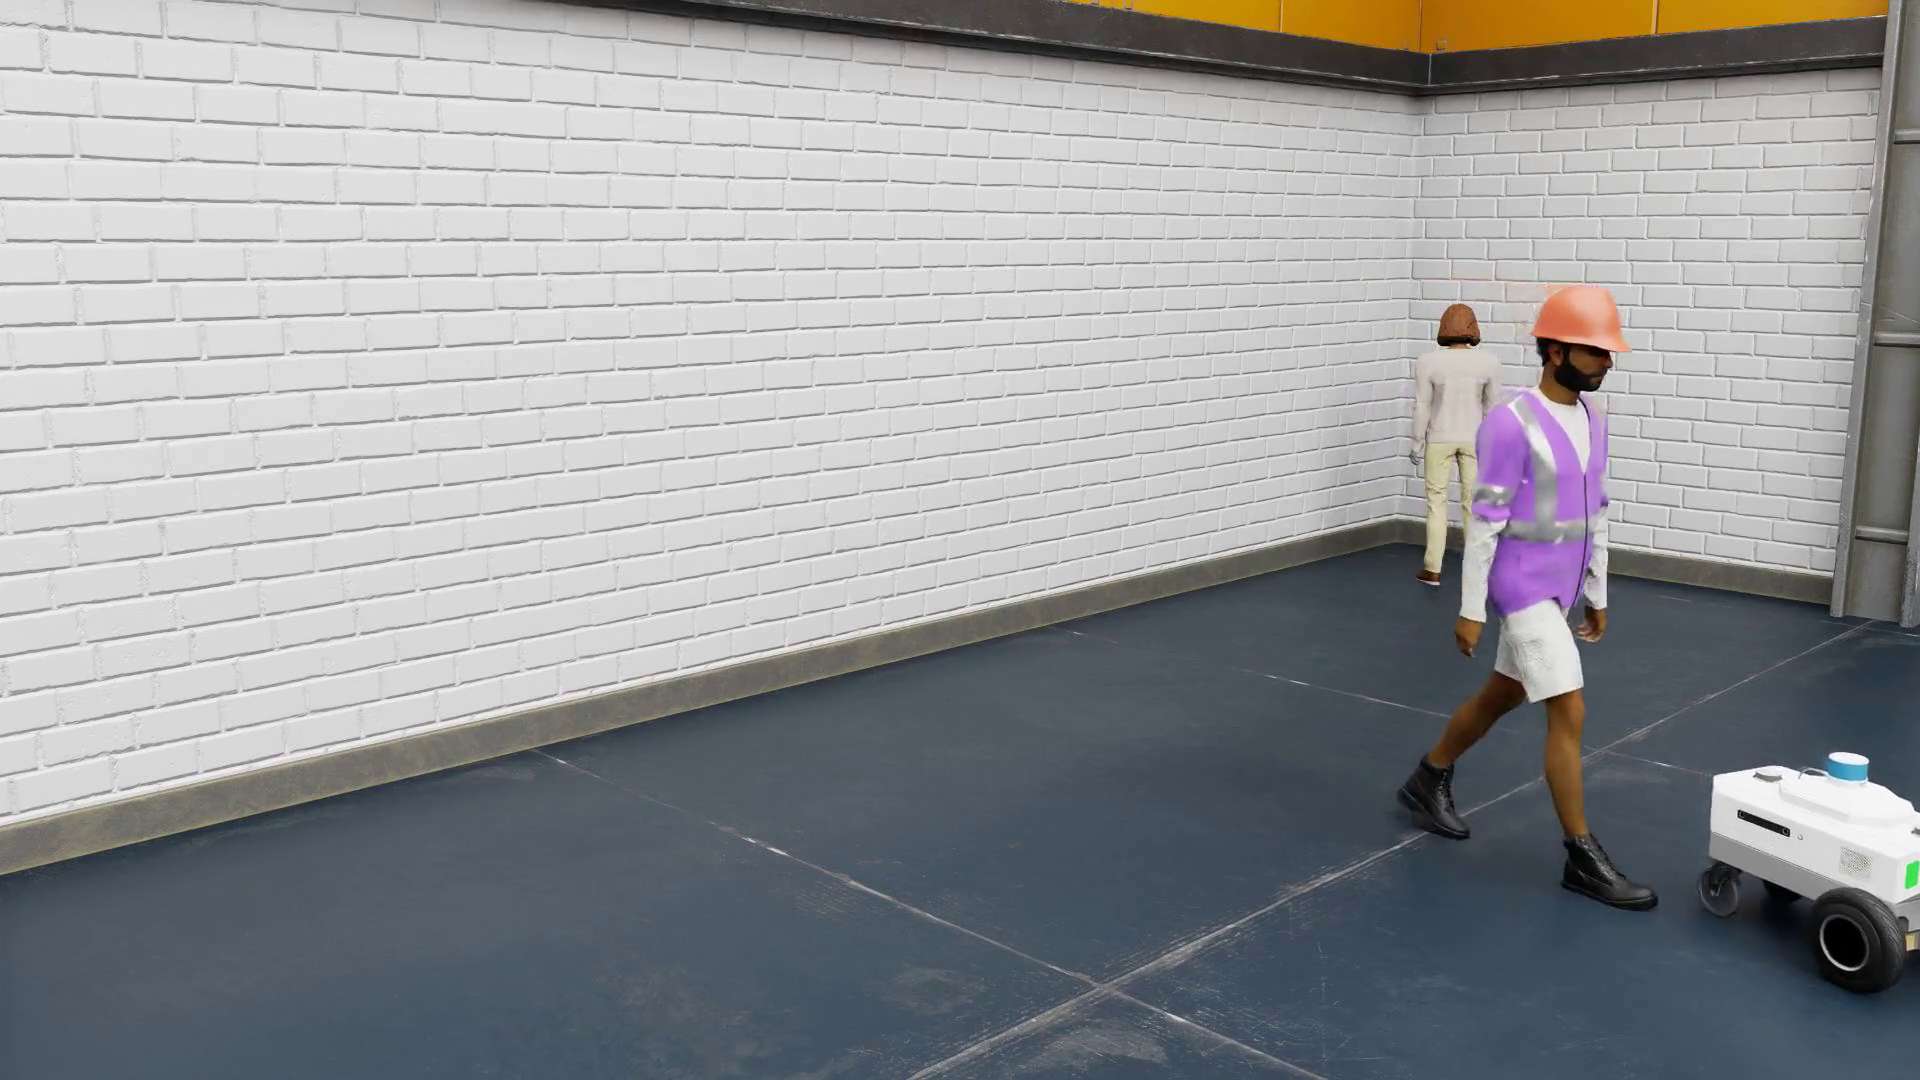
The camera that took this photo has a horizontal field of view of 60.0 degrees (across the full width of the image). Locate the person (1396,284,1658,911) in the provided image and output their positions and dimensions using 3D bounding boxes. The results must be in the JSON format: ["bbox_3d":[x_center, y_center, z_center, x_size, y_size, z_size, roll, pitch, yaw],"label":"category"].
[{"bbox_3d":[1.802,0.132,5.286,0.548,1.887,0.993,-9,13,-39],"label":"person"}]

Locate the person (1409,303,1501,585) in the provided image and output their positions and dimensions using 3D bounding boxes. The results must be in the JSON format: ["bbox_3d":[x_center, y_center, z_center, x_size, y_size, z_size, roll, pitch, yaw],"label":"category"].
[{"bbox_3d":[2.859,-0.548,9.643,0.502,1.631,0.285,1,10,3],"label":"person"}]

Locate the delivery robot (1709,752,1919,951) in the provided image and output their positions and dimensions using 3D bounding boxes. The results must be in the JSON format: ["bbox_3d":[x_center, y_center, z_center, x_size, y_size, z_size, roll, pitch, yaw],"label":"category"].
[{"bbox_3d":[2.500,0.847,4.722,0.477,0.478,0.707,-4,11,-23],"label":"delivery robot"}]
